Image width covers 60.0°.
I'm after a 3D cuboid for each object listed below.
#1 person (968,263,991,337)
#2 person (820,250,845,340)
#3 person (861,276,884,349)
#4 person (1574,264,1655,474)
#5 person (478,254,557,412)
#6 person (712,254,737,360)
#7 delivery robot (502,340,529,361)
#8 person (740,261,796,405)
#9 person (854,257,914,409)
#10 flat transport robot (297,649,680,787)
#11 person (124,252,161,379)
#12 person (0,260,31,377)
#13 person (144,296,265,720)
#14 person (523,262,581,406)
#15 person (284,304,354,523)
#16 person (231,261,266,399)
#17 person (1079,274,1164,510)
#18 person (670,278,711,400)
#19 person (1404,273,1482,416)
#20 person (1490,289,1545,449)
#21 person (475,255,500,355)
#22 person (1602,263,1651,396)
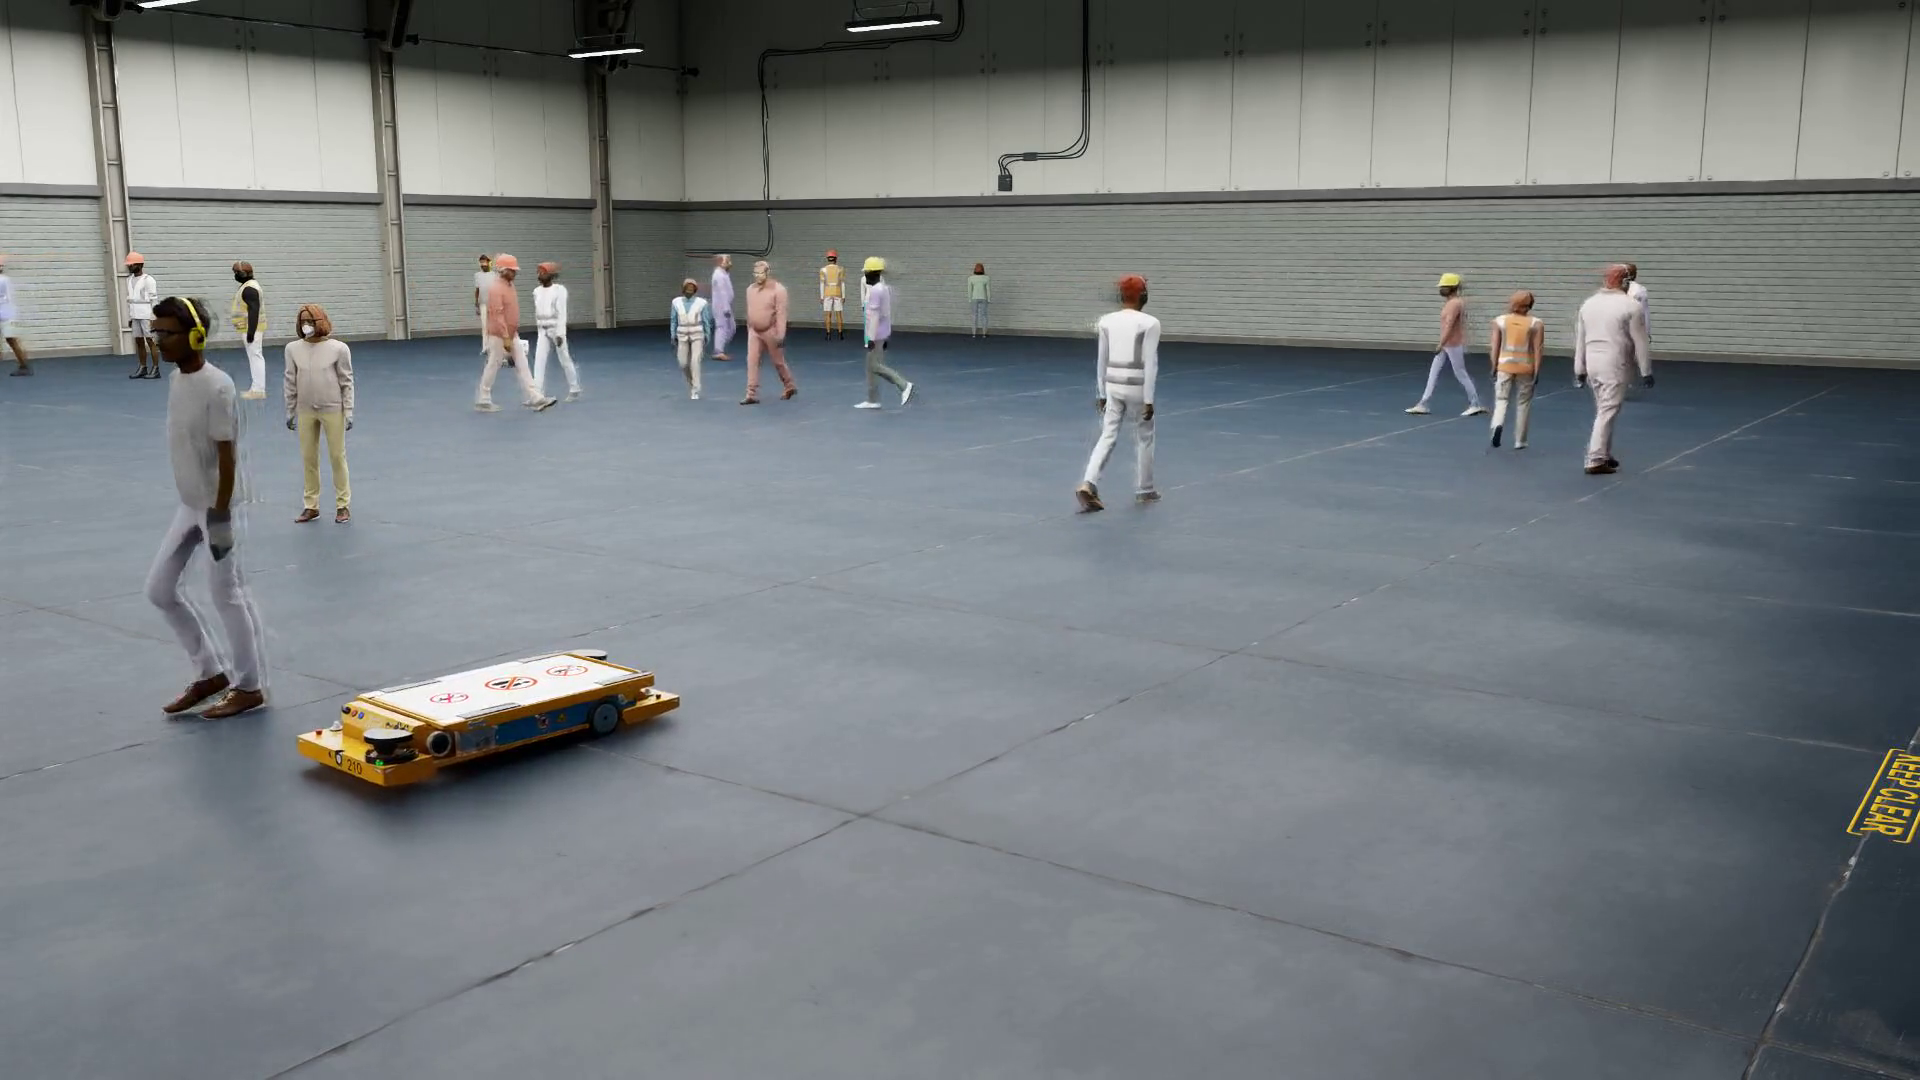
[{"bbox_3d":[0.426,-5.298,36.808,0.500,1.633,0.283,0,10,0],"label":"person"},{"bbox_3d":[-2.729,-5.238,35.644,0.543,1.928,0.373,-1,10,-7],"label":"person"},{"bbox_3d":[-1.700,-4.657,32.846,0.531,1.767,0.328,5,11,25],"label":"person"},{"bbox_3d":[5.965,-1.535,15.056,0.774,1.881,0.668,-5,11,-24],"label":"person"},{"bbox_3d":[-5.511,-2.517,20.376,1.030,1.933,0.651,2,10,11],"label":"person"},{"bbox_3d":[-4.187,-4.119,29.499,0.453,1.885,0.635,0,10,-1],"label":"person"},{"bbox_3d":[-7.635,-3.272,28.214,0.477,0.478,0.707,3,11,18],"label":"delivery robot"},{"bbox_3d":[-2.502,-2.717,21.739,0.650,1.863,0.977,5,11,27],"label":"person"},{"bbox_3d":[-0.960,-2.580,20.797,0.688,1.912,0.587,0,10,2],"label":"person"},{"bbox_3d":[-1.942,0.710,6.971,0.652,0.197,1.431,9,13,40],"label":"flat transport robot"},{"bbox_3d":[-12.551,-3.426,25.471,0.551,1.934,0.373,4,11,22],"label":"person"},{"bbox_3d":[-15.021,-3.466,25.827,0.963,1.891,0.549,-5,11,-26],"label":"person"},{"bbox_3d":[-3.313,-0.118,7.186,0.571,1.848,0.544,9,13,40],"label":"person"},{"bbox_3d":[-5.279,-2.676,21.570,0.595,1.836,0.981,5,11,27],"label":"person"},{"bbox_3d":[-4.763,-0.937,12.380,0.507,1.631,0.266,0,10,0],"label":"person"},{"bbox_3d":[-9.514,-2.803,22.269,0.430,1.837,0.619,-4,11,-23],"label":"person"},{"bbox_3d":[1.276,-1.157,13.046,0.588,1.846,0.962,8,13,37],"label":"person"},{"bbox_3d":[-3.580,-2.687,22.212,0.551,1.620,0.477,1,10,6],"label":"person"},{"bbox_3d":[5.911,-2.353,20.080,0.899,1.722,0.529,0,10,2],"label":"person"},{"bbox_3d":[5.560,-1.695,16.655,0.520,1.618,0.626,5,11,27],"label":"person"},{"bbox_3d":[-8.783,-4.367,30.962,0.509,1.863,0.311,1,10,5],"label":"person"},{"bbox_3d":[8.877,-2.760,22.106,0.913,1.804,0.660,-8,13,-40],"label":"person"}]
